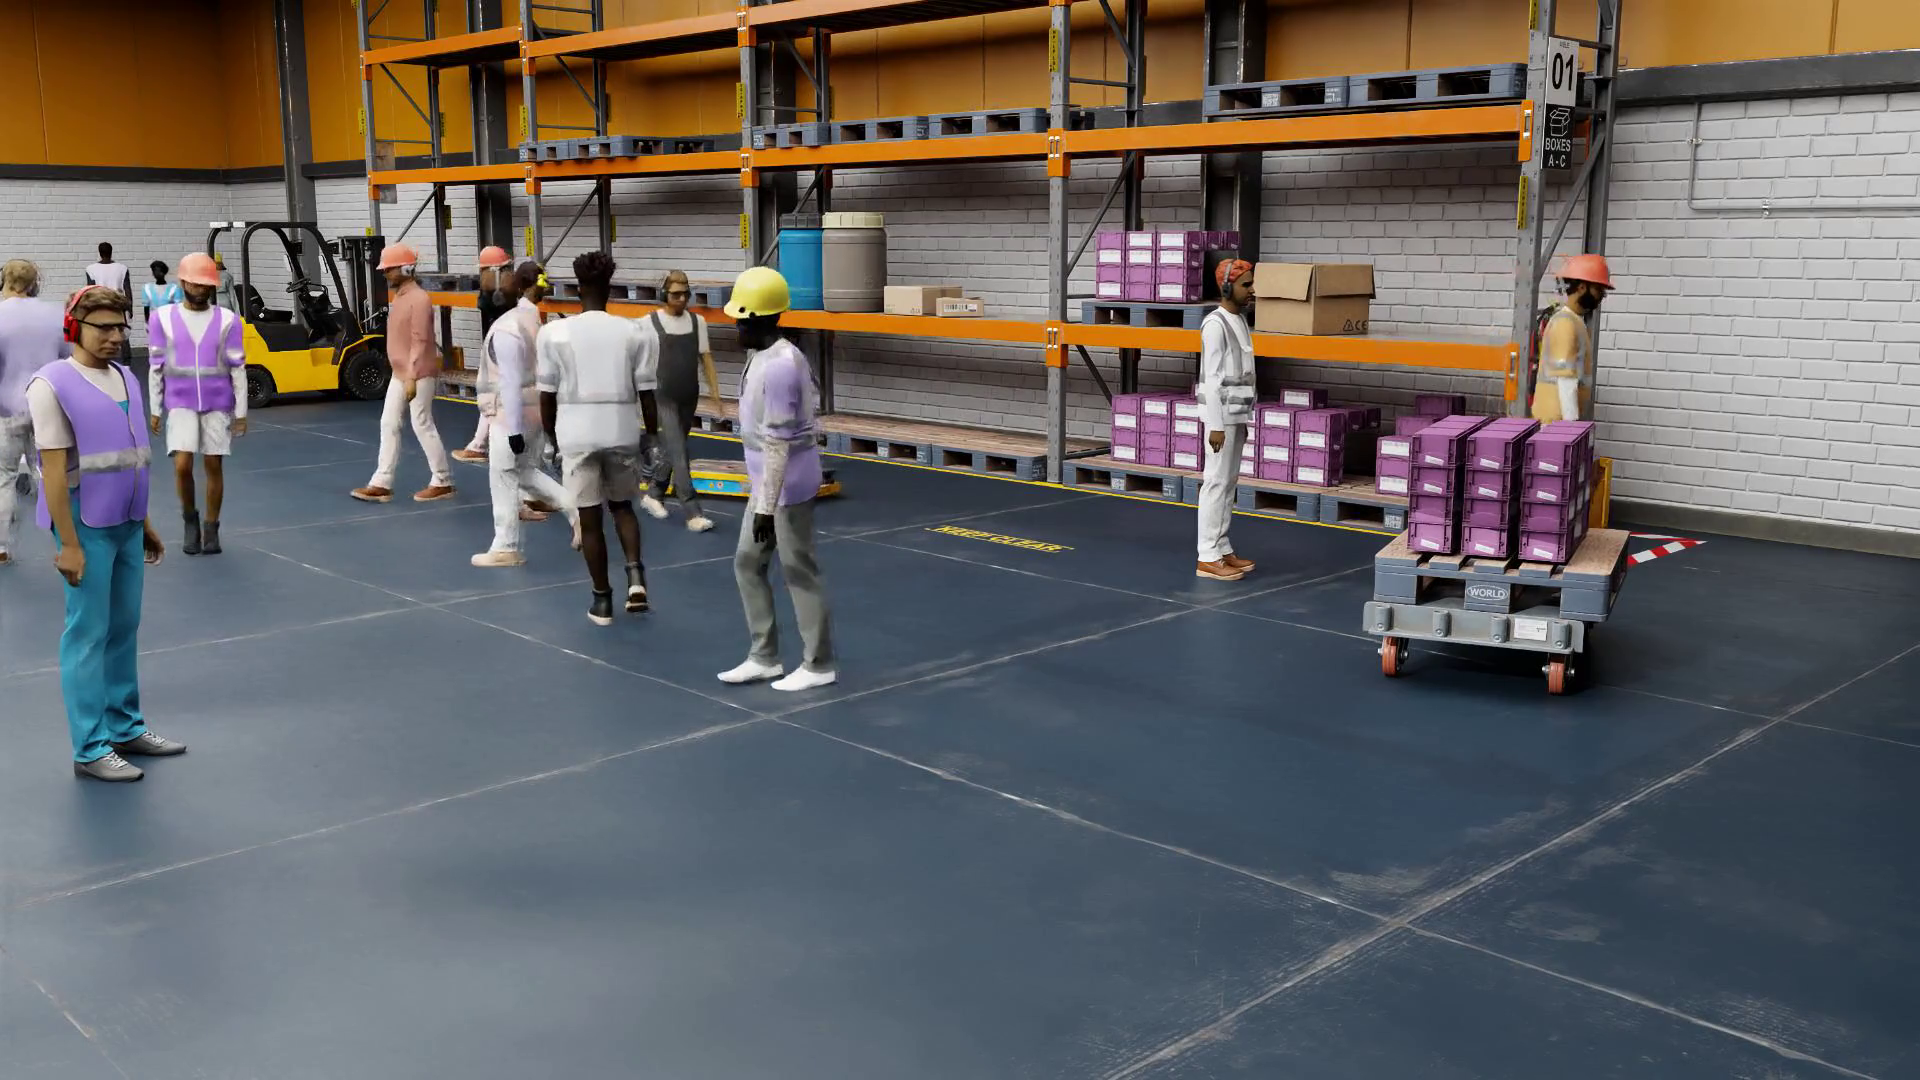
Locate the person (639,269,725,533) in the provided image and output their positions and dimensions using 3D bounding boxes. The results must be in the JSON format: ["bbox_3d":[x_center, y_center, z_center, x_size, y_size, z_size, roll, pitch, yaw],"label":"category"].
[{"bbox_3d":[-1.986,-0.981,11.580,0.540,1.803,0.980,-8,13,-37],"label":"person"}]

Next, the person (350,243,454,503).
[{"bbox_3d":[-4.237,-1.237,12.533,0.799,1.953,0.652,-9,14,-41],"label":"person"}]

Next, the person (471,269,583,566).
[{"bbox_3d":[-2.641,-0.741,10.175,0.693,1.824,0.632,0,10,-1],"label":"person"}]

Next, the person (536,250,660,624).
[{"bbox_3d":[-1.893,-0.526,8.687,0.603,1.944,0.443,-5,11,-23],"label":"person"}]

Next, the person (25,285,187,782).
[{"bbox_3d":[-3.231,-0.028,6.251,0.388,1.837,0.563,1,10,4],"label":"person"}]

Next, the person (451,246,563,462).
[{"bbox_3d":[-4.001,-1.654,14.880,1.054,1.935,0.651,1,10,4],"label":"person"}]

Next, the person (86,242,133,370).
[{"bbox_3d":[-12.742,-3.499,24.964,0.597,1.914,0.372,-6,12,-30],"label":"person"}]

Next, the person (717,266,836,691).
[{"bbox_3d":[-0.808,-0.235,7.240,0.609,1.887,0.622,-4,11,-20],"label":"person"}]

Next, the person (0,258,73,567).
[{"bbox_3d":[-5.677,-0.762,10.149,0.814,1.890,0.697,6,12,31],"label":"person"}]

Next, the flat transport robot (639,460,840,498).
[{"bbox_3d":[-1.717,-0.471,12.940,1.431,0.197,0.652,5,11,25],"label":"flat transport robot"}]

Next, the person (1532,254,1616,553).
[{"bbox_3d":[3.672,-0.723,9.850,0.736,1.903,0.582,5,11,24],"label":"person"}]

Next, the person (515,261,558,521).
[{"bbox_3d":[-3.101,-1.056,11.859,0.389,1.839,0.573,-3,11,-16],"label":"person"}]

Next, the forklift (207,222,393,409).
[{"bbox_3d":[-8.169,-2.758,20.163,2.313,2.155,1.214,-10,14,-44],"label":"forklift"}]

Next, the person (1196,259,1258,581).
[{"bbox_3d":[1.588,-0.714,9.864,0.341,1.882,0.587,5,11,24],"label":"person"}]

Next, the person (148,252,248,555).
[{"bbox_3d":[-4.788,-0.844,10.482,0.576,1.916,0.481,-5,12,-25],"label":"person"}]

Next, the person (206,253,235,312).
[{"bbox_3d":[-11.927,-3.748,26.791,0.322,1.742,0.493,9,14,40],"label":"person"}]

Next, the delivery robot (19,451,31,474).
[{"bbox_3d":[-7.018,-0.661,12.947,0.707,0.478,0.477,5,12,27],"label":"delivery robot"}]

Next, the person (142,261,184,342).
[{"bbox_3d":[-10.684,-2.899,22.326,0.551,1.677,0.551,-2,11,-12],"label":"person"}]
